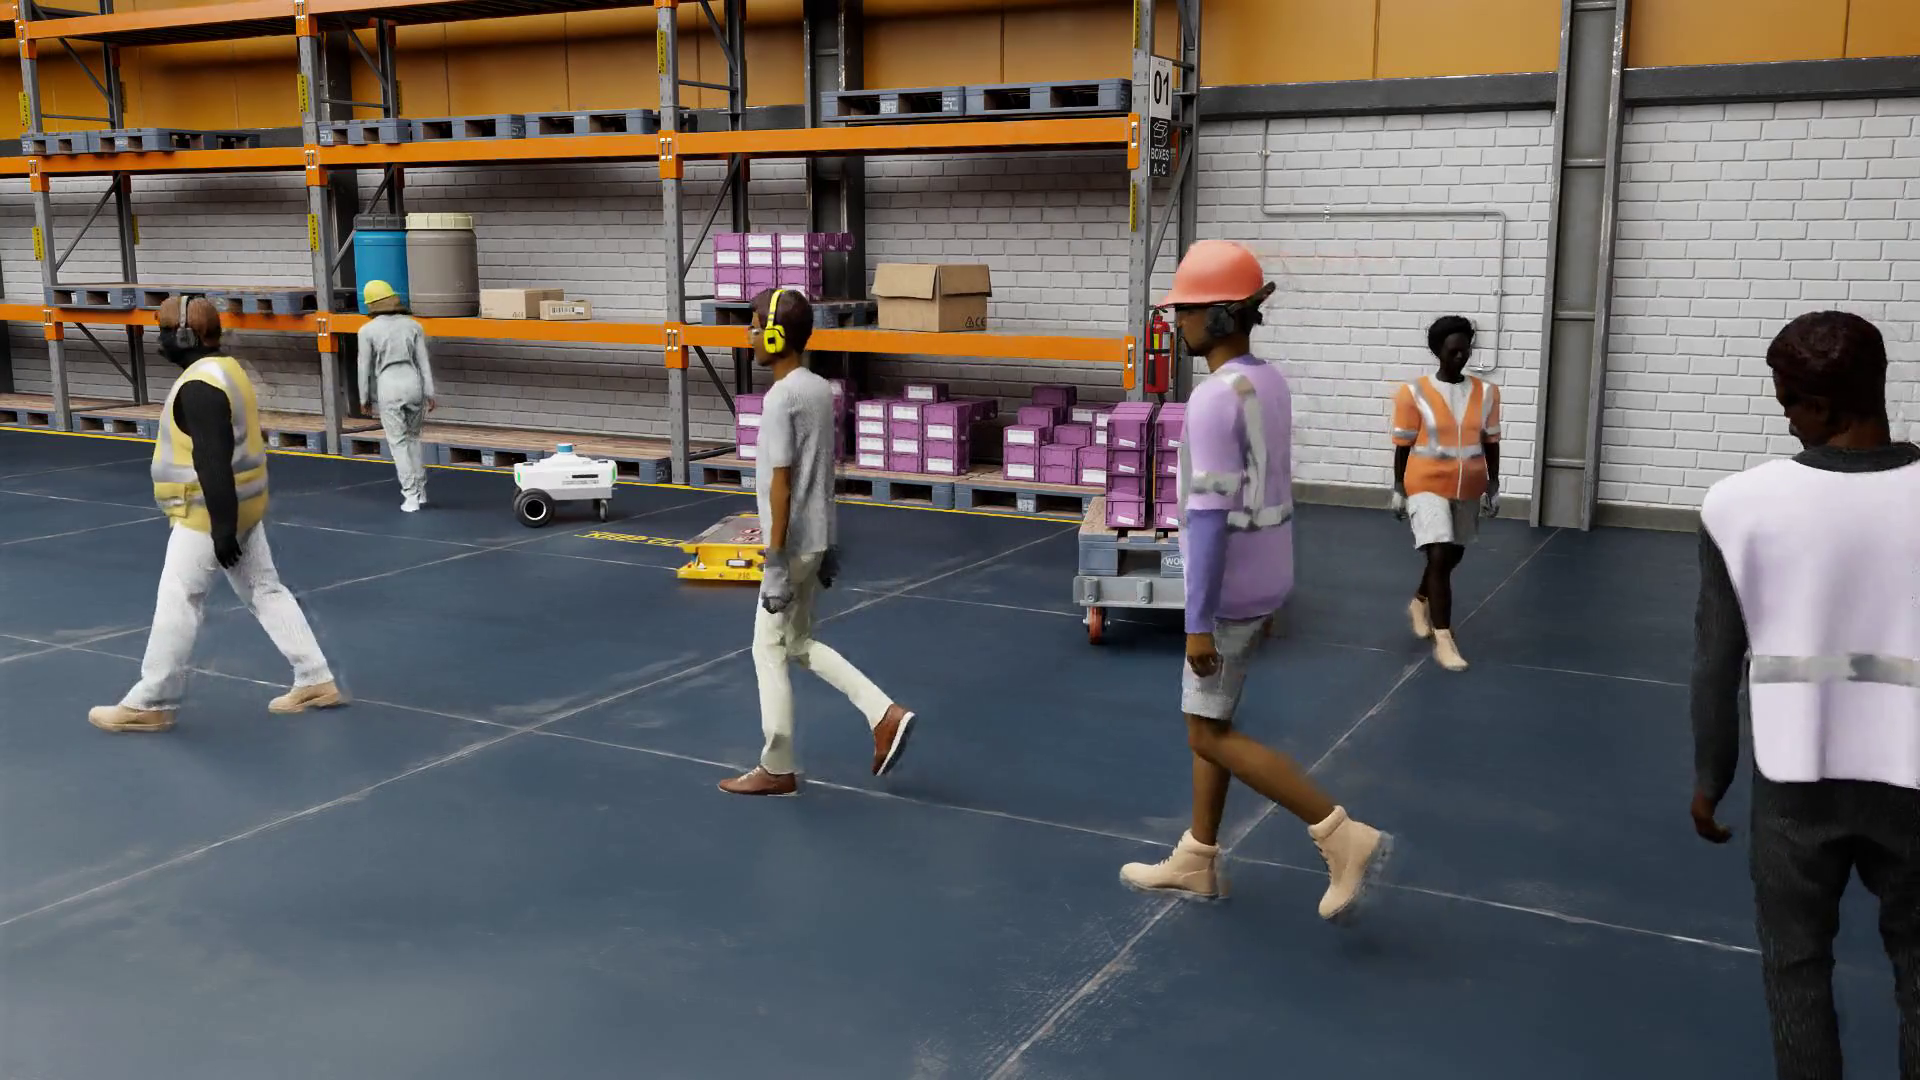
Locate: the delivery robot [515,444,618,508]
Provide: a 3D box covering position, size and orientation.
[{"bbox_3d":[-2.792,-0.441,11.810,0.707,0.478,0.477,-3,11,-15],"label":"delivery robot"}]

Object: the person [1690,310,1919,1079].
[{"bbox_3d":[1.851,0.492,3.345,0.751,1.883,0.368,4,11,20],"label":"person"}]

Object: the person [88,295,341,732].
[{"bbox_3d":[-3.096,-0.112,6.886,0.972,1.792,0.652,-2,11,-13],"label":"person"}]

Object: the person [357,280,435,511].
[{"bbox_3d":[-4.170,-1.064,12.320,0.500,1.700,0.586,-8,13,-38],"label":"person"}]

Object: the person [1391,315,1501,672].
[{"bbox_3d":[2.327,-0.262,8.047,0.532,1.665,0.819,-2,10,-9],"label":"person"}]

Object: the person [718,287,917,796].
[{"bbox_3d":[-0.540,0.033,5.929,0.636,1.853,0.520,2,11,13],"label":"person"}]

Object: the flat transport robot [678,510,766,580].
[{"bbox_3d":[-1.234,0.023,10.300,0.652,0.197,1.431,1,10,6],"label":"flat transport robot"}]

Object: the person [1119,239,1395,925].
[{"bbox_3d":[0.869,0.146,4.839,0.781,2.023,0.615,5,12,26],"label":"person"}]
